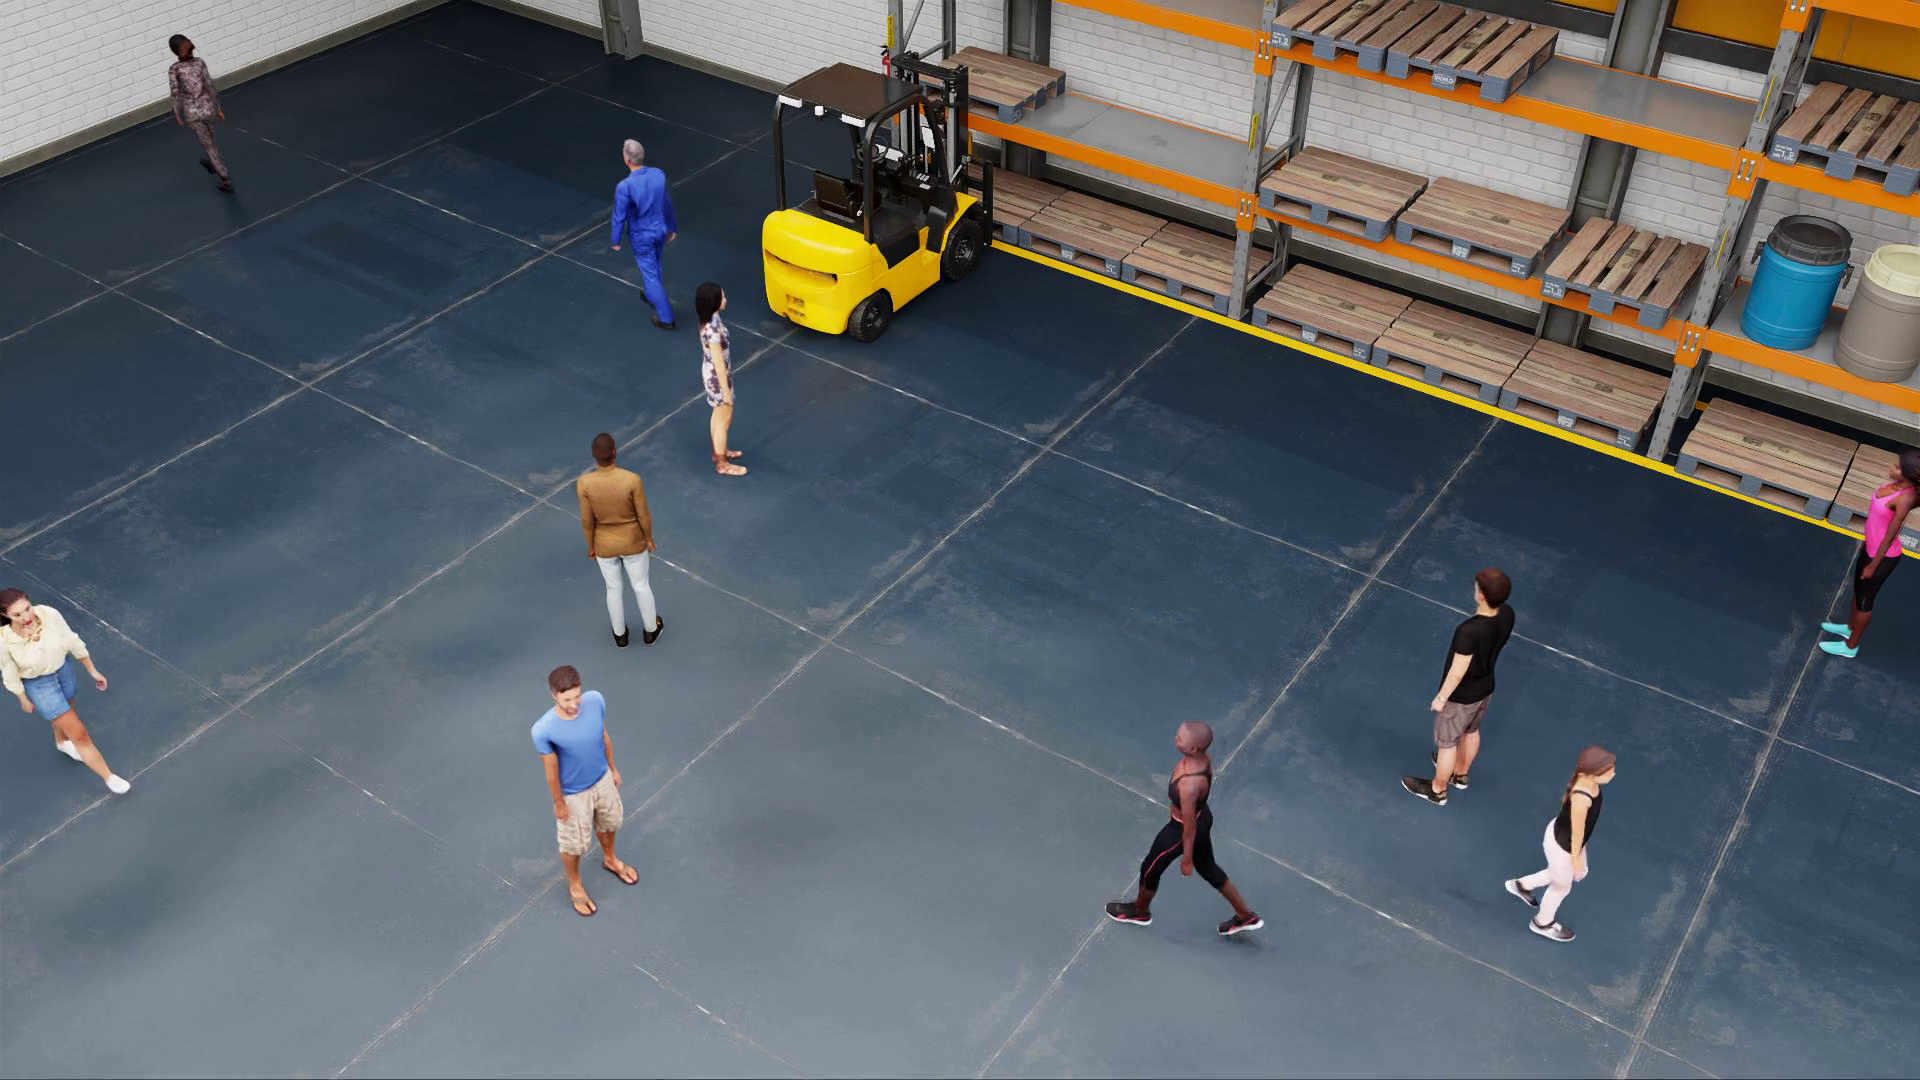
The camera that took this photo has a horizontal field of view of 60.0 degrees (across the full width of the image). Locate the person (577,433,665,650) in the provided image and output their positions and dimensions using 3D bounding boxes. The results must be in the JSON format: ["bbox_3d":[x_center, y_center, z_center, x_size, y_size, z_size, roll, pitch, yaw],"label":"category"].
[{"bbox_3d":[-2.411,0.017,11.788,0.702,1.816,0.775,-4,39,-5],"label":"person"}]

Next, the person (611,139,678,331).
[{"bbox_3d":[-2.808,-2.760,15.274,0.968,1.806,0.850,30,47,32],"label":"person"}]

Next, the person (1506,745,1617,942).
[{"bbox_3d":[3.521,1.767,9.808,0.723,1.552,0.575,16,41,19],"label":"person"}]

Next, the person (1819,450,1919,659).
[{"bbox_3d":[6.521,0.094,11.768,0.608,1.721,0.600,13,41,16],"label":"person"}]

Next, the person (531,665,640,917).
[{"bbox_3d":[-2.267,1.443,9.965,0.595,1.862,0.681,31,48,33],"label":"person"}]

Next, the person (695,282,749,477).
[{"bbox_3d":[-1.966,-1.317,13.524,0.725,1.734,0.652,-8,39,-10],"label":"person"}]

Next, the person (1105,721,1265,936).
[{"bbox_3d":[1.432,1.732,9.719,1.247,1.718,0.848,12,40,14],"label":"person"}]

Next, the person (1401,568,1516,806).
[{"bbox_3d":[3.236,0.937,10.600,0.739,1.860,0.675,-29,47,-31],"label":"person"}]

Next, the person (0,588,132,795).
[{"bbox_3d":[-5.955,0.920,10.843,1.095,1.584,0.694,20,43,23],"label":"person"}]

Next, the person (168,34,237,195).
[{"bbox_3d":[-7.951,-4.442,17.481,1.043,1.678,0.658,28,47,31],"label":"person"}]
